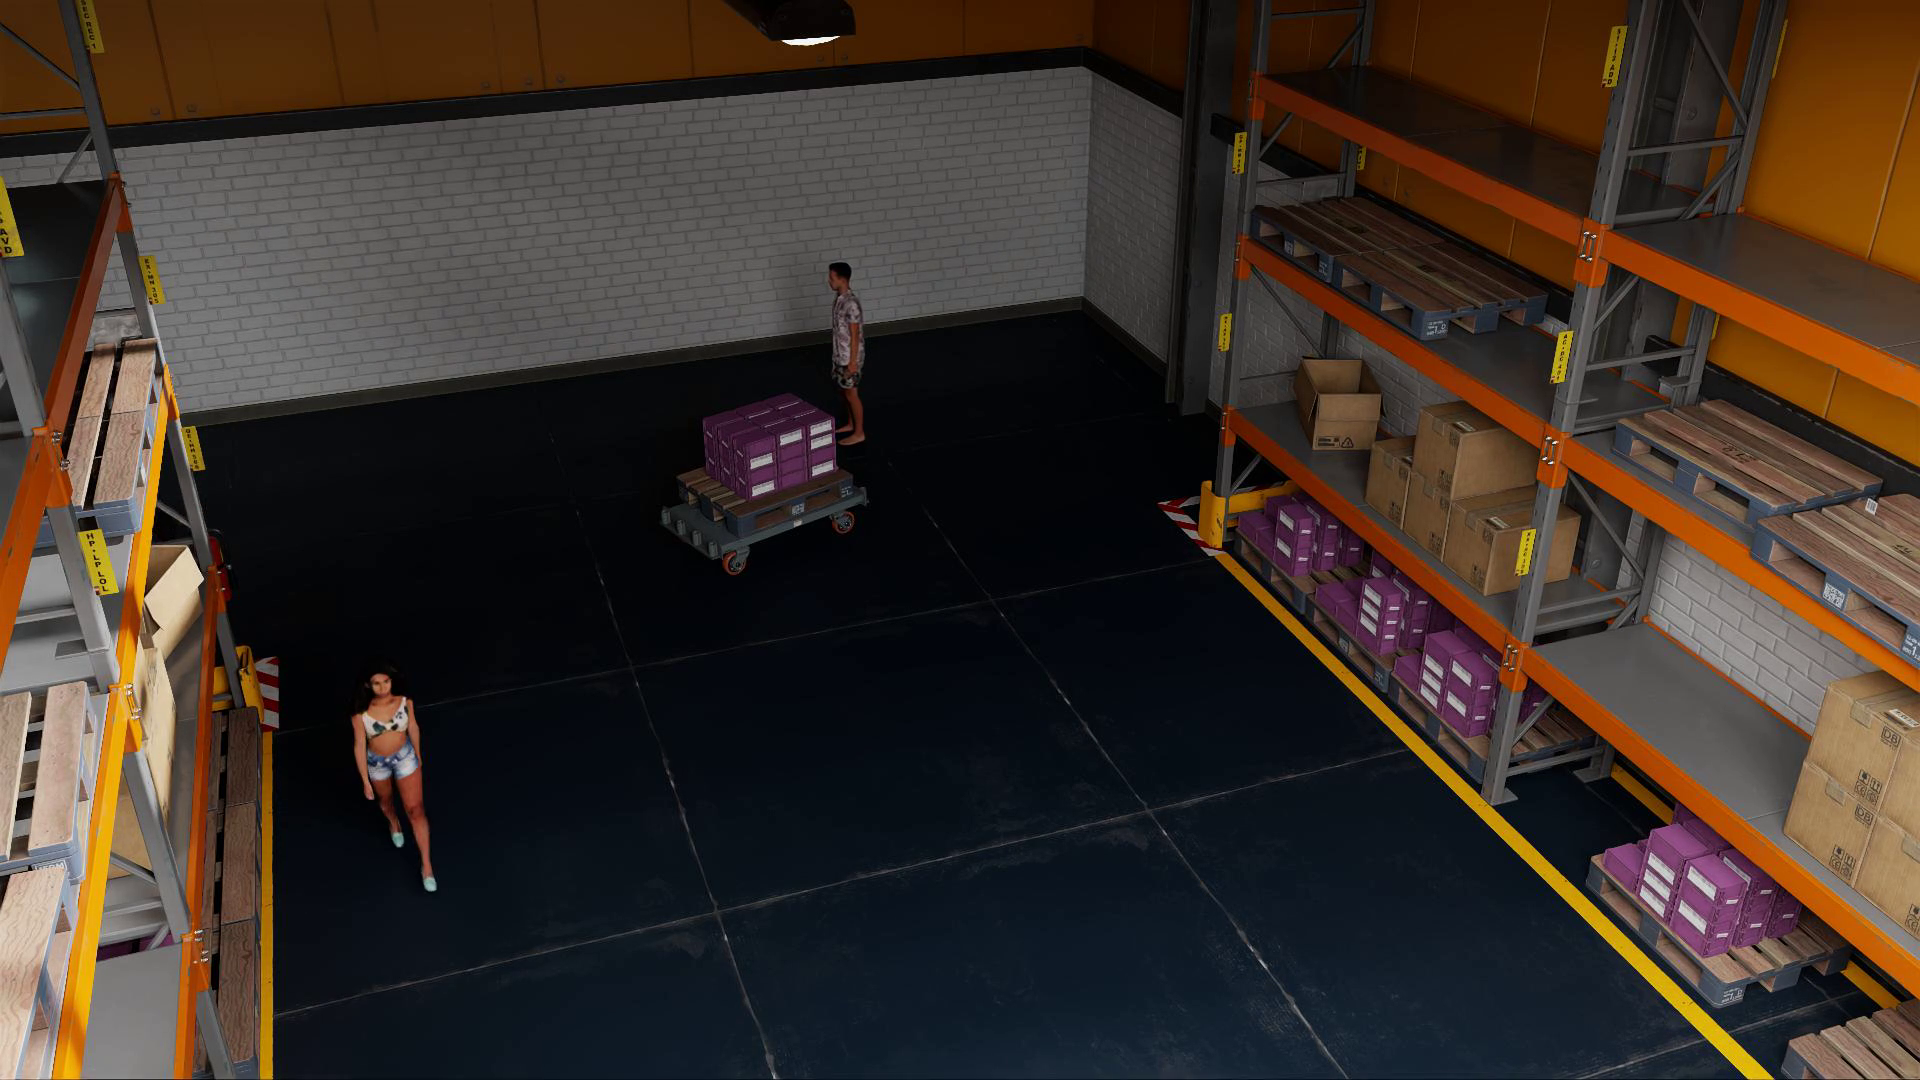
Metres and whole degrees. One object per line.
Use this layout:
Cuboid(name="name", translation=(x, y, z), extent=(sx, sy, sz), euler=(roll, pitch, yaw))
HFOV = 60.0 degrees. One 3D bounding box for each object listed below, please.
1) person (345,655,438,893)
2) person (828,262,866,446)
Cuboid(name="person", translation=(-3.618, 1.407, 10.527), extent=(0.619, 1.576, 1.044), euler=(-13, 31, -22))
Cuboid(name="person", translation=(-1.076, -1.838, 16.232), extent=(0.723, 1.810, 0.493), euler=(-10, 30, -18))
